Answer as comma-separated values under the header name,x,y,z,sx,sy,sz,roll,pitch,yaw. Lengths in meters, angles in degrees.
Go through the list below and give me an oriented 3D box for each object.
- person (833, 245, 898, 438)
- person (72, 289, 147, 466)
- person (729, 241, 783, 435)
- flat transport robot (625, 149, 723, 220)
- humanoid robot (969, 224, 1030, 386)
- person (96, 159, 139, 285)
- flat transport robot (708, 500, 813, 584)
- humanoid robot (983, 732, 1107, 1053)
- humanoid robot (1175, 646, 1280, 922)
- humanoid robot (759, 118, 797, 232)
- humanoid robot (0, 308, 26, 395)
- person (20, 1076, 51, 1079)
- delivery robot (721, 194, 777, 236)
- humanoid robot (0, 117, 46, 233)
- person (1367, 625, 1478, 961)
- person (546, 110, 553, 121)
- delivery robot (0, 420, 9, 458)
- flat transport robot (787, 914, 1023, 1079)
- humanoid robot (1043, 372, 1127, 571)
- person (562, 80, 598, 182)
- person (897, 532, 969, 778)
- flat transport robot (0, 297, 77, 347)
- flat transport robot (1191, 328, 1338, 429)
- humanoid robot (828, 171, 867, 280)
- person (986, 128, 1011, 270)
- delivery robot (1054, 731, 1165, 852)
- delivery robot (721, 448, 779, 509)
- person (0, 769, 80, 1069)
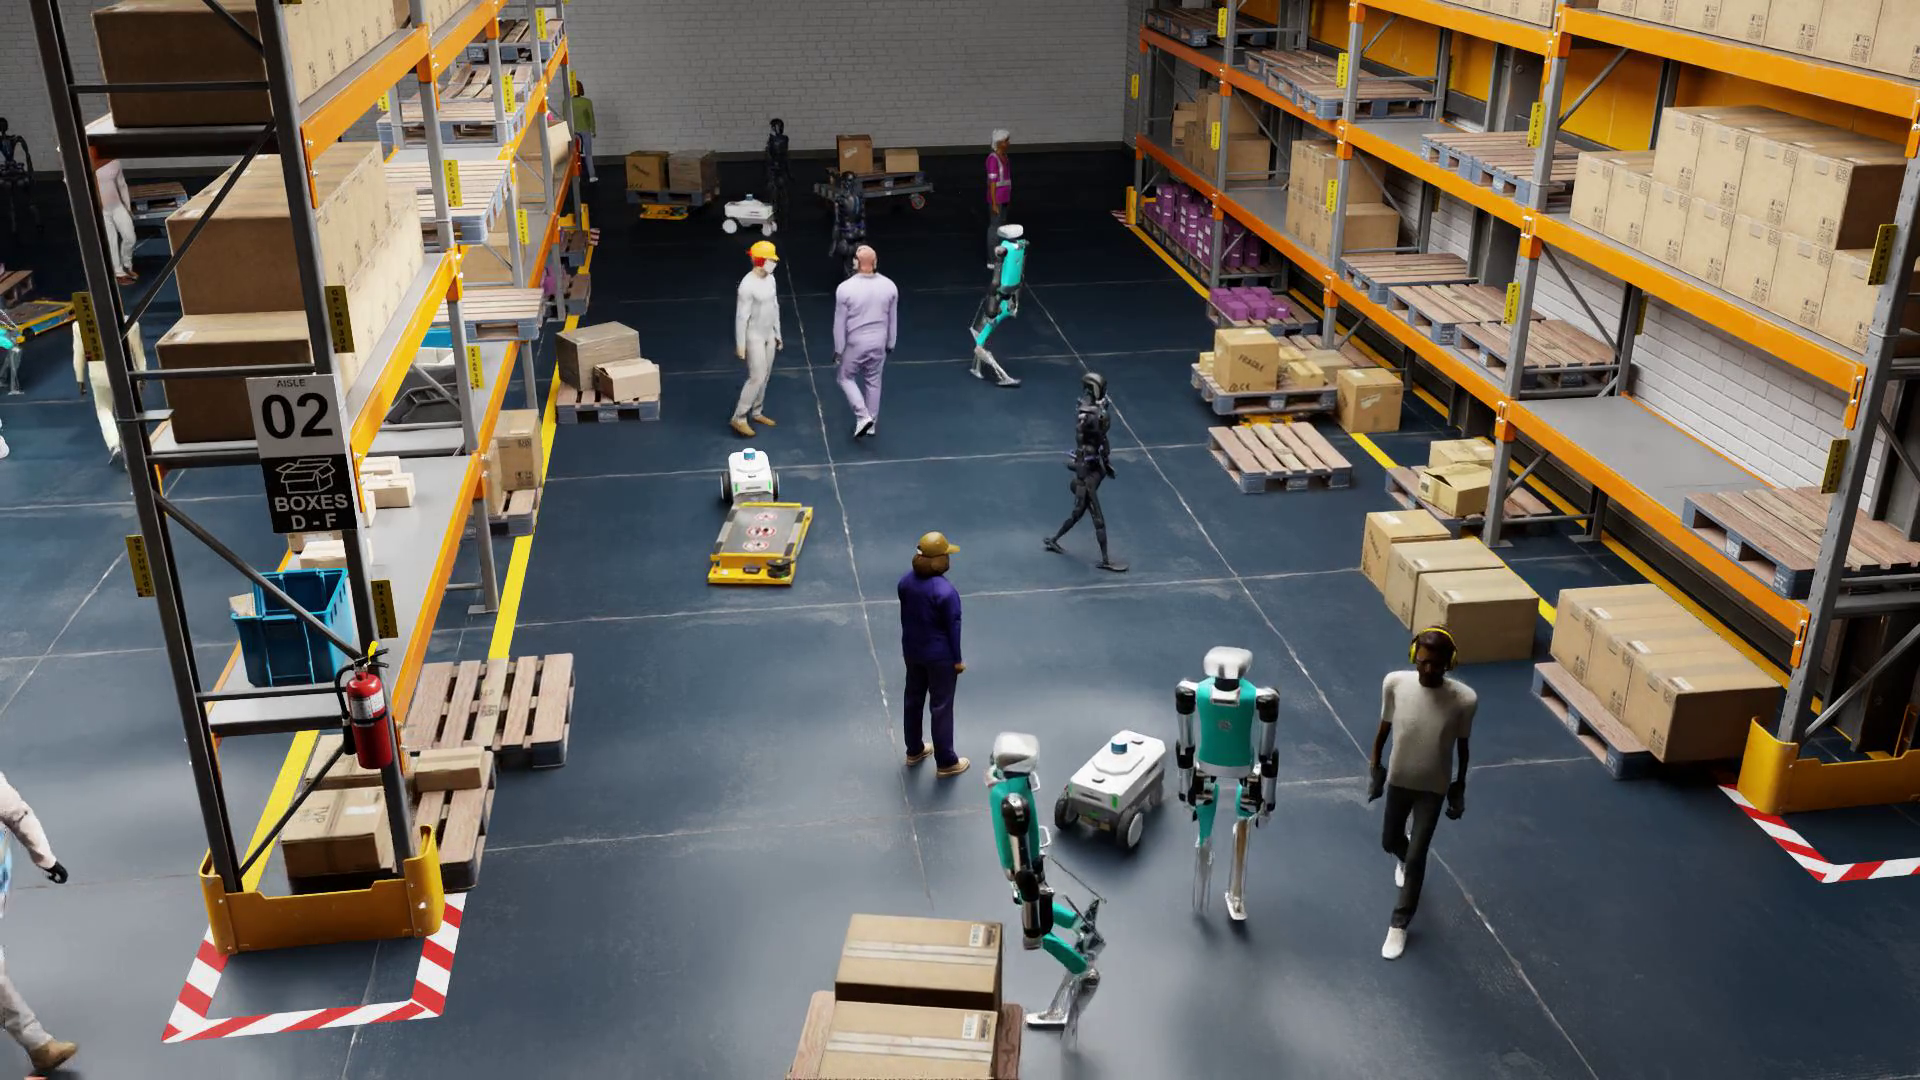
name,x,y,z,sx,sy,sz,roll,pitch,yaw
person,-0.907,-1.876,15.924,0.670,1.893,0.485,-13,27,-26
person,-7.793,-1.512,15.304,0.591,1.722,0.492,-11,26,-24
person,-1.985,-1.960,16.182,0.397,1.868,0.685,11,26,23
flat transport robot,-4.311,-5.116,25.333,0.659,0.231,1.431,5,24,11
humanoid robot,0.288,-2.496,17.581,0.934,1.753,0.538,17,29,33
person,-10.826,-4.165,21.146,0.432,1.903,0.653,16,28,32
flat transport robot,-1.626,-0.006,13.691,0.659,0.231,1.431,1,24,2
humanoid robot,0.482,1.742,7.973,0.754,1.849,0.534,-3,24,-6
humanoid robot,1.438,1.339,8.936,0.558,1.896,0.742,6,25,14
humanoid robot,-2.659,-5.243,23.882,0.505,1.635,0.603,16,28,32
humanoid robot,-10.018,-2.355,17.236,0.797,1.783,0.530,-4,24,-10
person,-2.885,2.603,5.682,0.643,1.934,1.068,-14,27,-29
delivery robot,-3.046,-4.684,23.997,0.789,0.598,0.499,4,24,10
humanoid robot,-13.644,-5.250,23.939,0.596,1.641,0.505,-14,27,-29
person,2.441,1.263,8.842,0.514,1.849,0.756,12,26,25
person,-6.389,-5.813,24.972,0.620,1.840,0.431,-1,24,-3
delivery robot,-9.390,-0.993,15.578,0.782,0.589,0.499,-16,28,-32
flat transport robot,-0.257,2.711,7.502,1.431,0.231,0.659,2,24,5
humanoid robot,1.020,-0.568,13.302,0.788,1.646,0.609,11,26,24
person,-6.204,-6.669,27.168,0.503,1.632,0.268,-1,24,-2
person,-0.161,0.704,10.389,0.455,1.619,0.352,20,30,37
flat transport robot,-10.957,-2.546,19.478,0.659,0.231,1.431,5,24,11
flat transport robot,3.013,-1.386,16.835,0.659,0.231,1.431,-3,24,-7
humanoid robot,-1.345,-3.656,20.260,0.360,1.650,0.609,18,29,35
person,0.524,-4.503,21.972,0.335,1.846,0.523,8,25,18
delivery robot,0.935,1.477,9.982,0.499,0.614,0.811,14,27,29
delivery robot,-1.821,-0.506,14.476,0.499,0.595,0.792,-4,24,-10
person,-4.680,1.680,7.959,0.969,1.791,0.633,8,25,17
